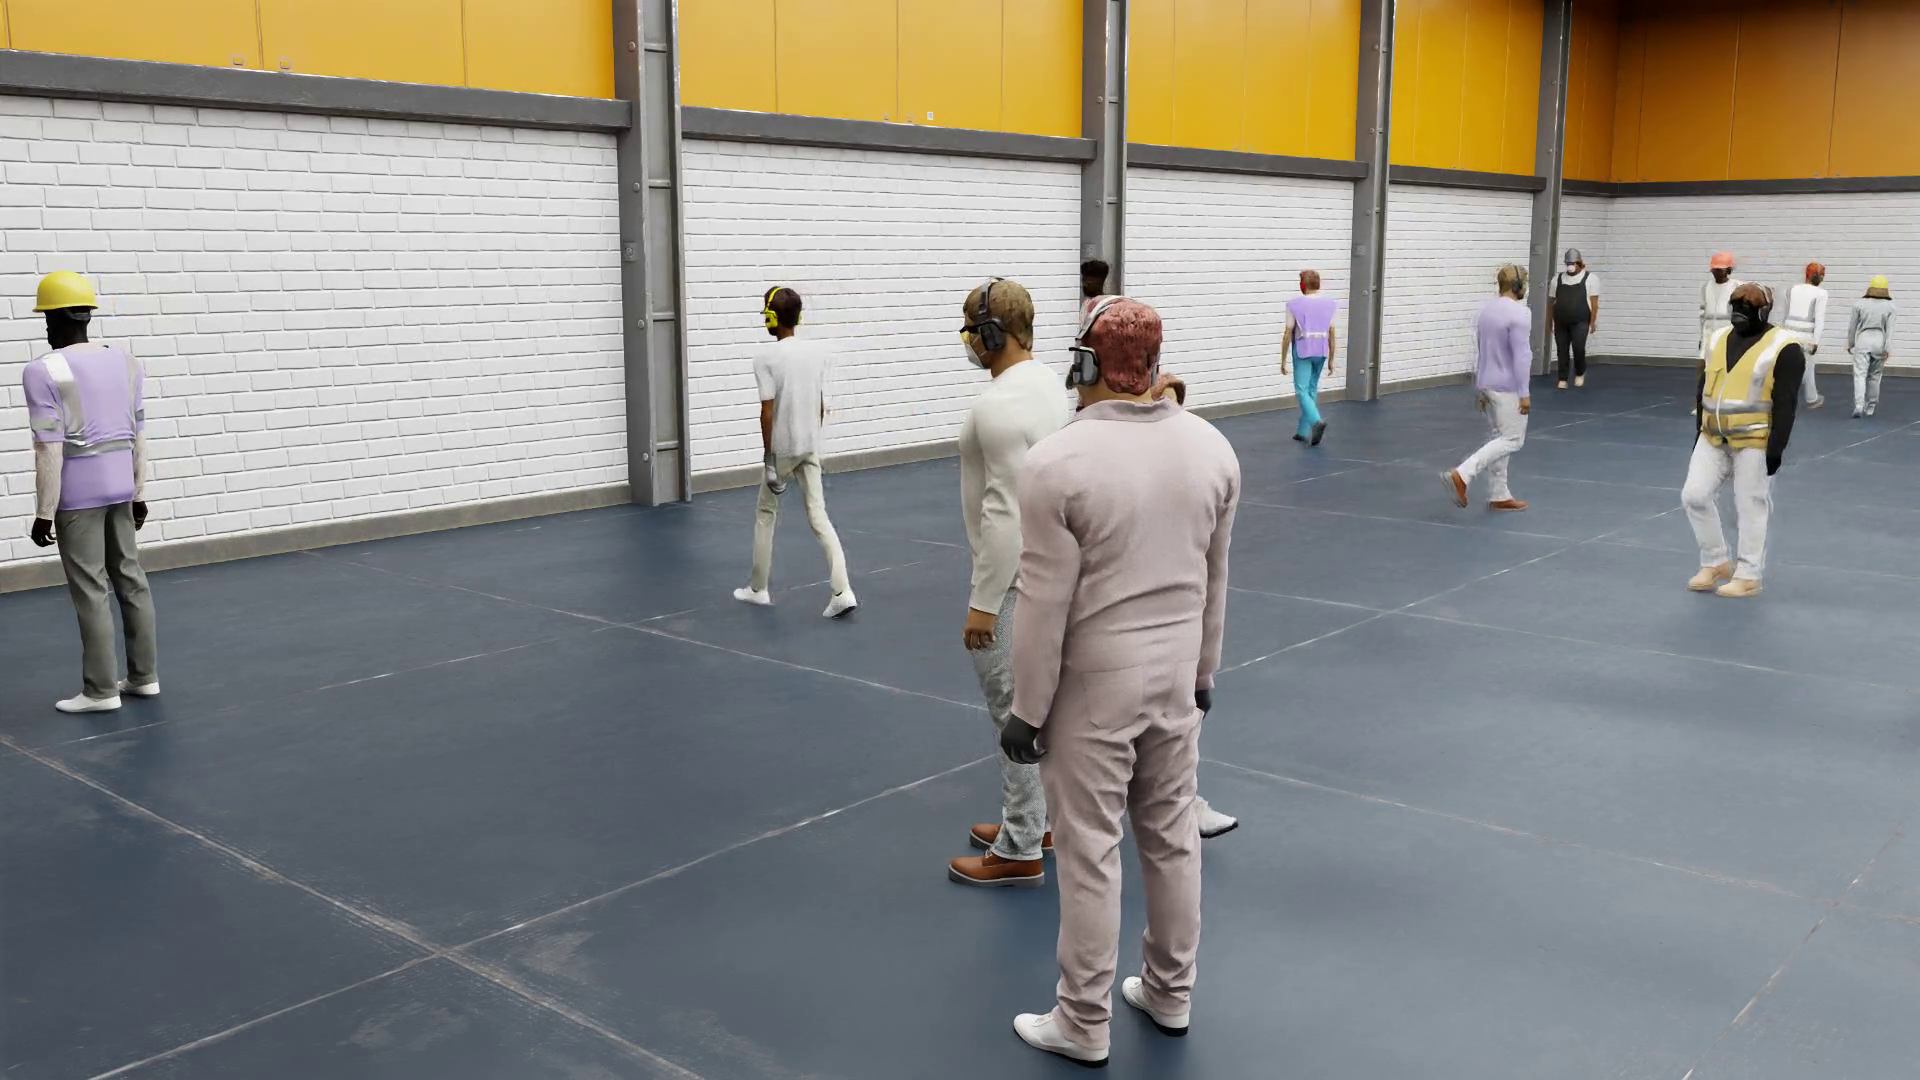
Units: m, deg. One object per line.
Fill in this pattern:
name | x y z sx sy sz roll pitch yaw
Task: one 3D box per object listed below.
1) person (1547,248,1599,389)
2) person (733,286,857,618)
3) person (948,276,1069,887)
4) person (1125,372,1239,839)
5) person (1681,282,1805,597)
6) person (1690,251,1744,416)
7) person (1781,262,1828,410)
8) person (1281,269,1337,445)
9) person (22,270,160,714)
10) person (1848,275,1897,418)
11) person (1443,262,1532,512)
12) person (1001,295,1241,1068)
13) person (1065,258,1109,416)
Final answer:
person | 8.758 -3.177 23.869 0.698 2.000 0.539 7 12 33
person | -0.904 -0.483 9.193 0.519 1.817 0.977 -8 13 -37
person | 0.161 0.140 5.292 0.370 1.934 0.627 3 10 16
person | 0.689 0.221 5.770 0.845 1.593 0.527 10 14 44
person | 4.490 -0.567 9.618 0.495 1.825 0.657 -5 11 -28
person | 9.293 -2.505 20.191 0.930 2.004 0.621 -8 13 -39
person | 10.385 -2.480 20.454 1.002 1.832 0.595 -8 13 -39
person | 3.628 -1.883 17.156 0.577 1.819 0.830 -3 10 -15
person | -3.810 -0.203 7.259 0.382 1.924 0.594 3 10 17
person | 10.948 -2.325 19.979 0.487 1.704 0.875 4 11 23
person | 4.036 -1.138 12.611 0.667 1.918 0.639 -1 10 -7
person | 0.375 0.353 4.152 0.638 1.910 0.407 -7 12 -33
person | 1.180 -1.475 14.478 0.844 1.939 0.613 -2 10 -13
